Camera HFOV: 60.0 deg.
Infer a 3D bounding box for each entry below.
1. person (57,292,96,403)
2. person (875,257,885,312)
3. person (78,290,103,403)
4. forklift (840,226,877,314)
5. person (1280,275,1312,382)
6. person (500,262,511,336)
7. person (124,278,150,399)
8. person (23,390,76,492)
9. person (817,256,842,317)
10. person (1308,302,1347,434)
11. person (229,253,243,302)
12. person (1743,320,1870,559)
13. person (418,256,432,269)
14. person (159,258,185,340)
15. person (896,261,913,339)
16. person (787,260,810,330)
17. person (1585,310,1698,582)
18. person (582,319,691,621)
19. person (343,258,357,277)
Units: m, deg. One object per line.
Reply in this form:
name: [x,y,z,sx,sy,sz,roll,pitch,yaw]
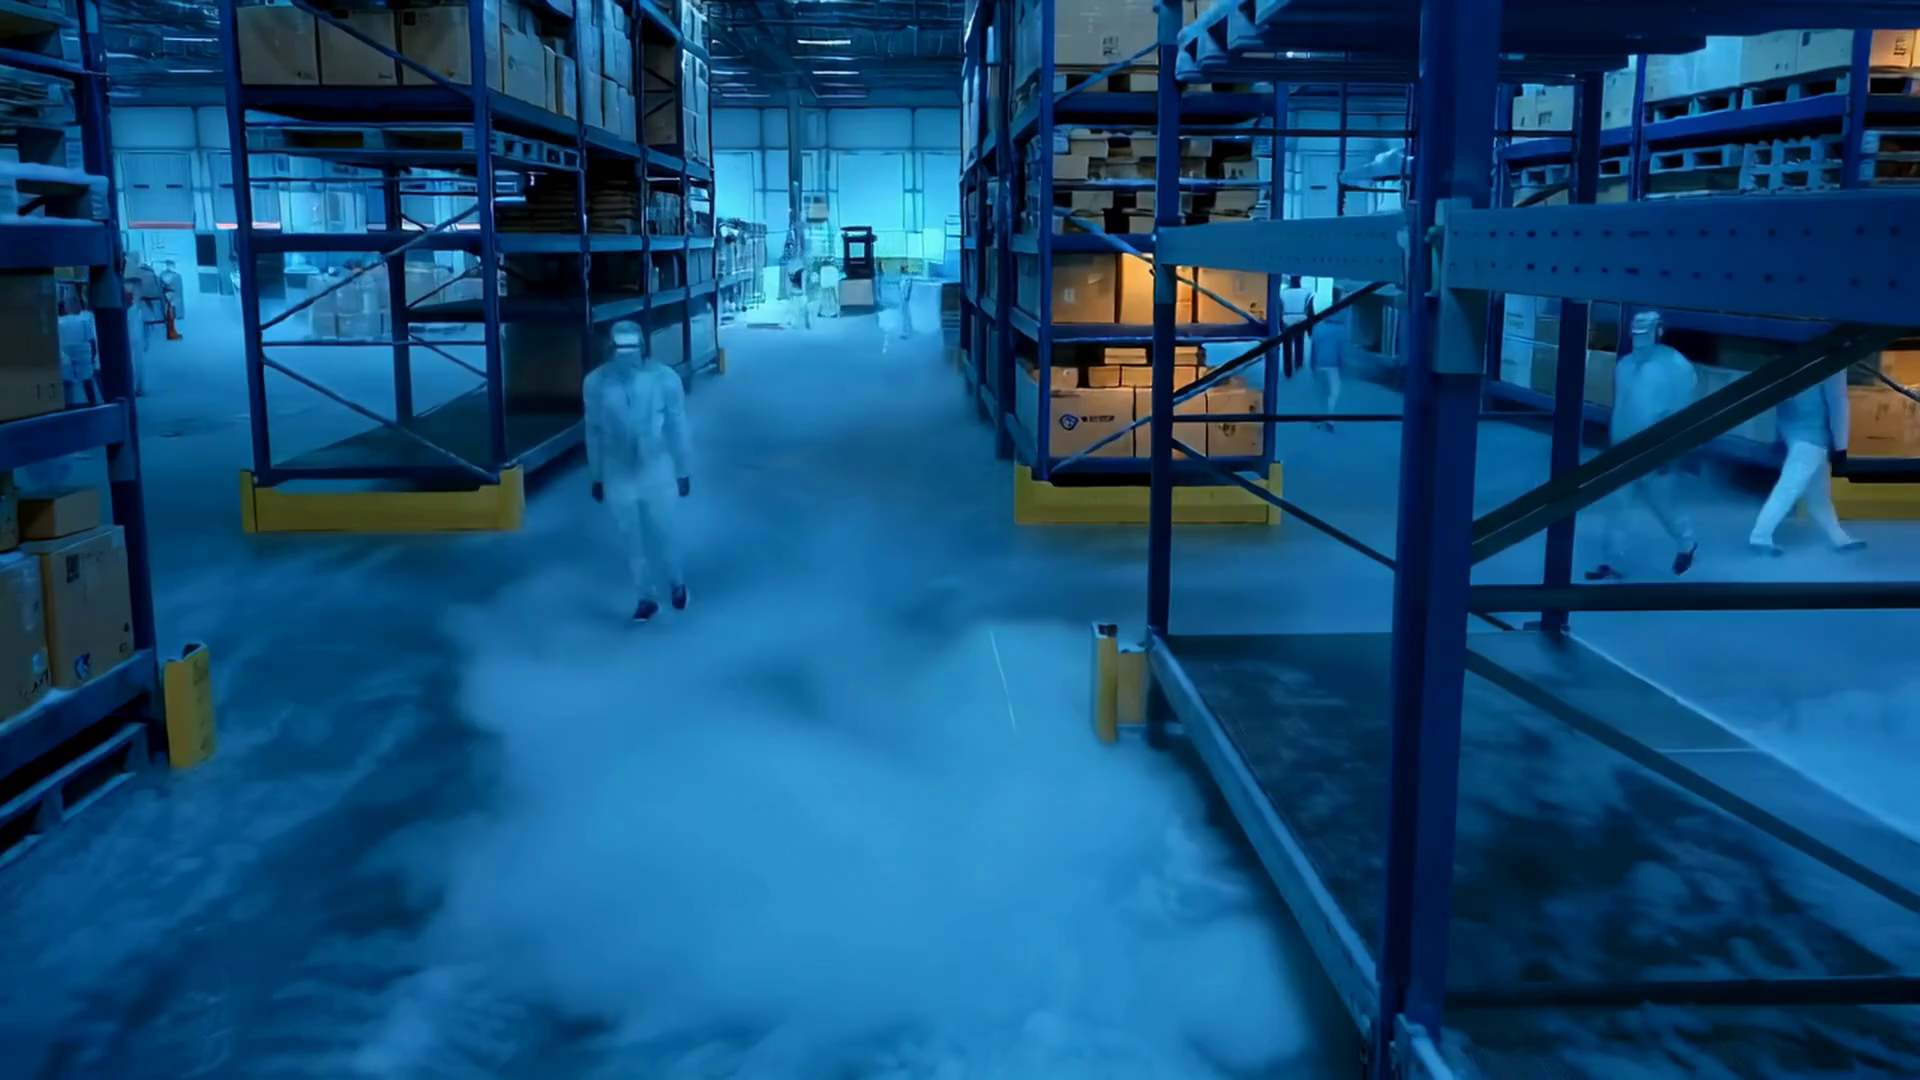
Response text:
person: [-11.507,-2.368,21.611,0.538,1.696,0.317,-6,12,-30]
person: [-2.786,-8.541,55.639,0.643,1.821,0.534,-1,10,-5]
person: [-12.014,-2.637,23.172,0.541,1.676,0.647,-2,10,-12]
forklift: [-3.317,-8.761,53.929,1.129,2.768,1.873,0,10,1]
person: [5.567,-3.565,27.722,0.601,1.897,0.771,0,10,2]
person: [-8.707,-4.388,32.115,0.618,1.962,0.361,0,10,3]
person: [-12.318,-2.952,24.575,0.626,1.792,0.873,-1,10,-4]
person: [-6.323,-0.522,11.545,0.355,1.625,0.513,0,10,1]
person: [-4.081,-7.870,51.727,0.640,1.906,0.969,-10,14,-43]
person: [4.443,-2.101,20.383,0.607,1.613,0.551,9,13,40]
person: [-28.306,-10.282,65.119,0.925,1.919,0.614,6,12,32]
person: [6.277,-0.723,12.234,0.944,1.784,0.655,0,10,0]
person: [-19.931,-9.685,62.012,0.546,1.823,0.637,5,11,27]
person: [-18.885,-5.764,39.856,0.361,1.939,0.543,3,11,17]
person: [-1.325,-5.755,40.001,0.310,1.868,0.533,-6,12,-29]
person: [-4.291,-6.525,44.301,0.639,1.874,0.878,3,11,16]
person: [4.784,-0.653,11.532,0.851,1.882,0.632,-6,12,-31]
person: [-2.010,-0.427,10.302,0.650,1.877,0.399,1,10,6]
person: [-18.211,-7.505,49.792,0.503,1.861,0.328,4,11,20]
